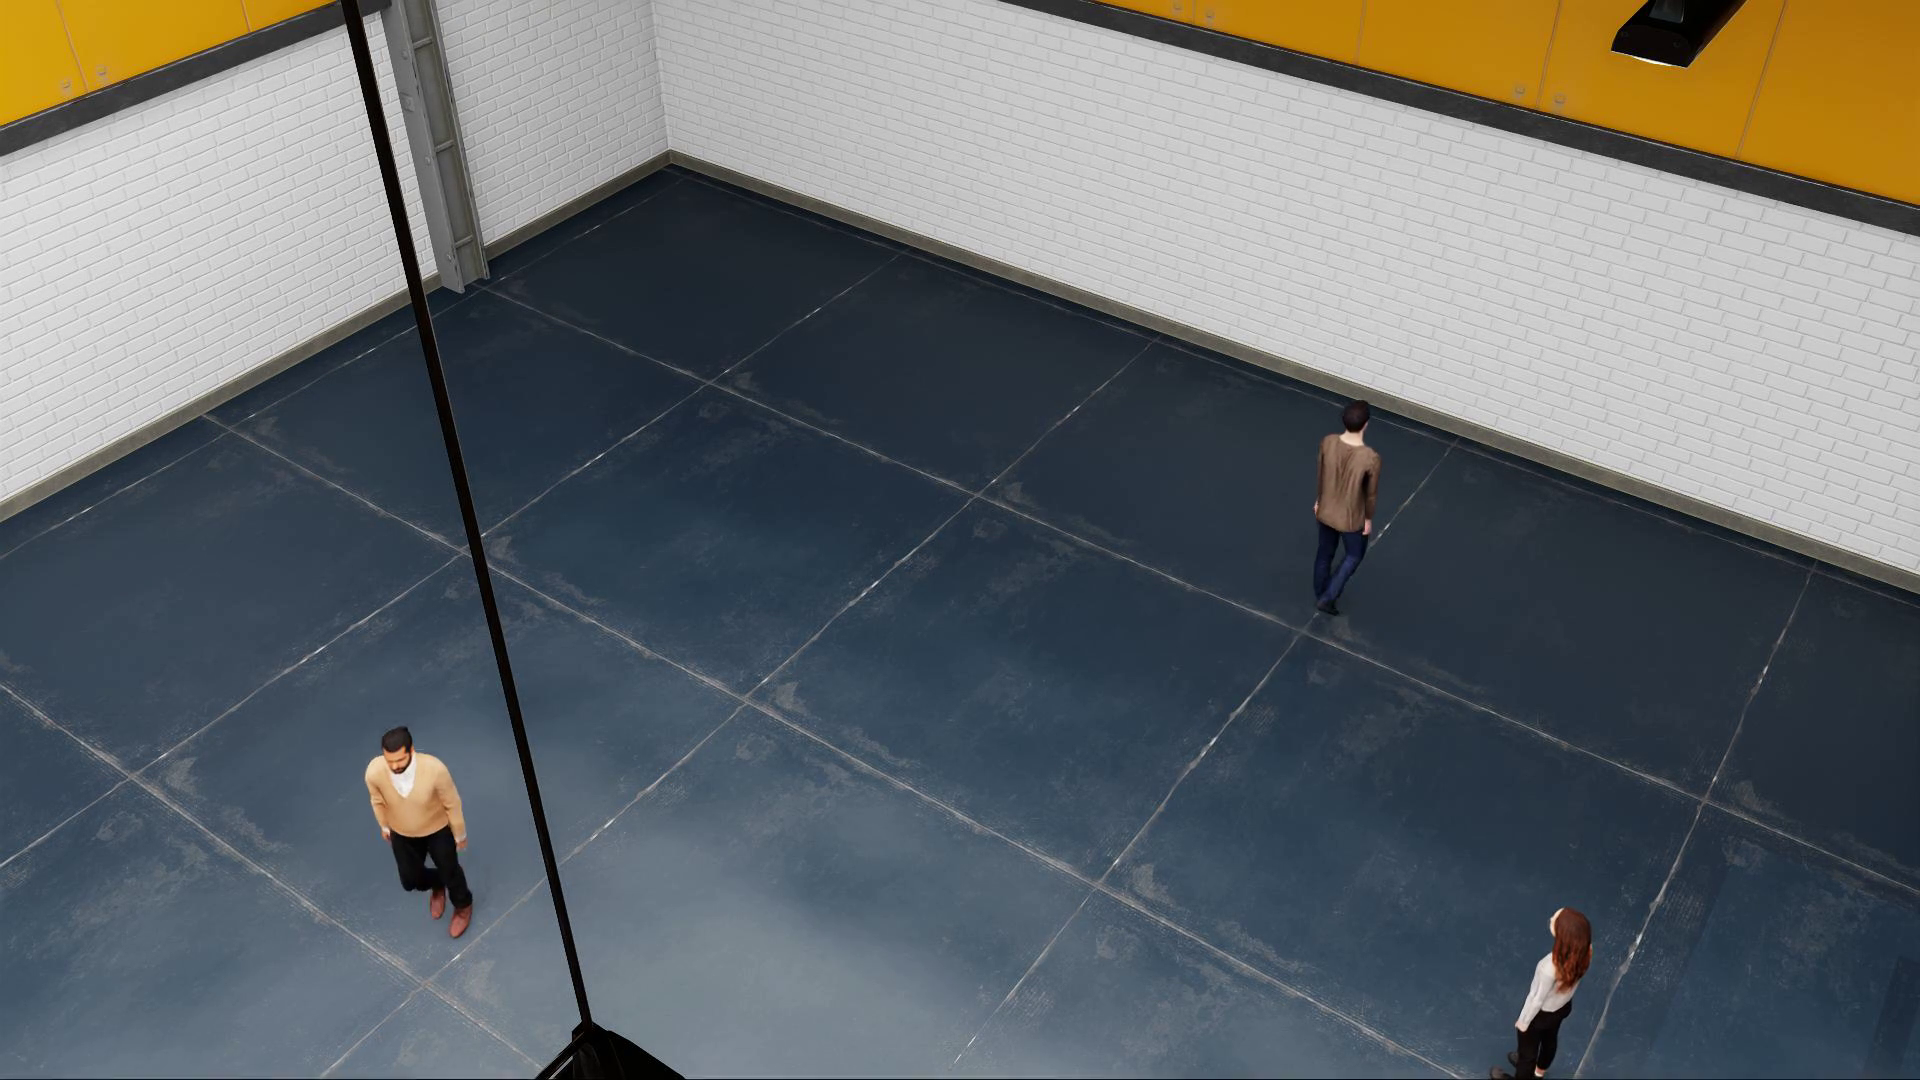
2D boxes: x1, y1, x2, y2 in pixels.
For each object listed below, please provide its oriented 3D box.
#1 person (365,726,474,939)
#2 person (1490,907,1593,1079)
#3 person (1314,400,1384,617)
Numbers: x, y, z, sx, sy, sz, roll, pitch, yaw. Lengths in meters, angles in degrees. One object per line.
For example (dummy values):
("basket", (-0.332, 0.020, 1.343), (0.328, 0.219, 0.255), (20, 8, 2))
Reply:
("person", (-3.217, 1.678, 10.020), (0.838, 1.734, 0.873), (-2, 39, -2))
("person", (3.232, 2.553, 9.125), (0.525, 1.483, 0.664), (-24, 44, -27))
("person", (2.777, -0.170, 12.217), (0.670, 1.879, 0.743), (27, 46, 30))
